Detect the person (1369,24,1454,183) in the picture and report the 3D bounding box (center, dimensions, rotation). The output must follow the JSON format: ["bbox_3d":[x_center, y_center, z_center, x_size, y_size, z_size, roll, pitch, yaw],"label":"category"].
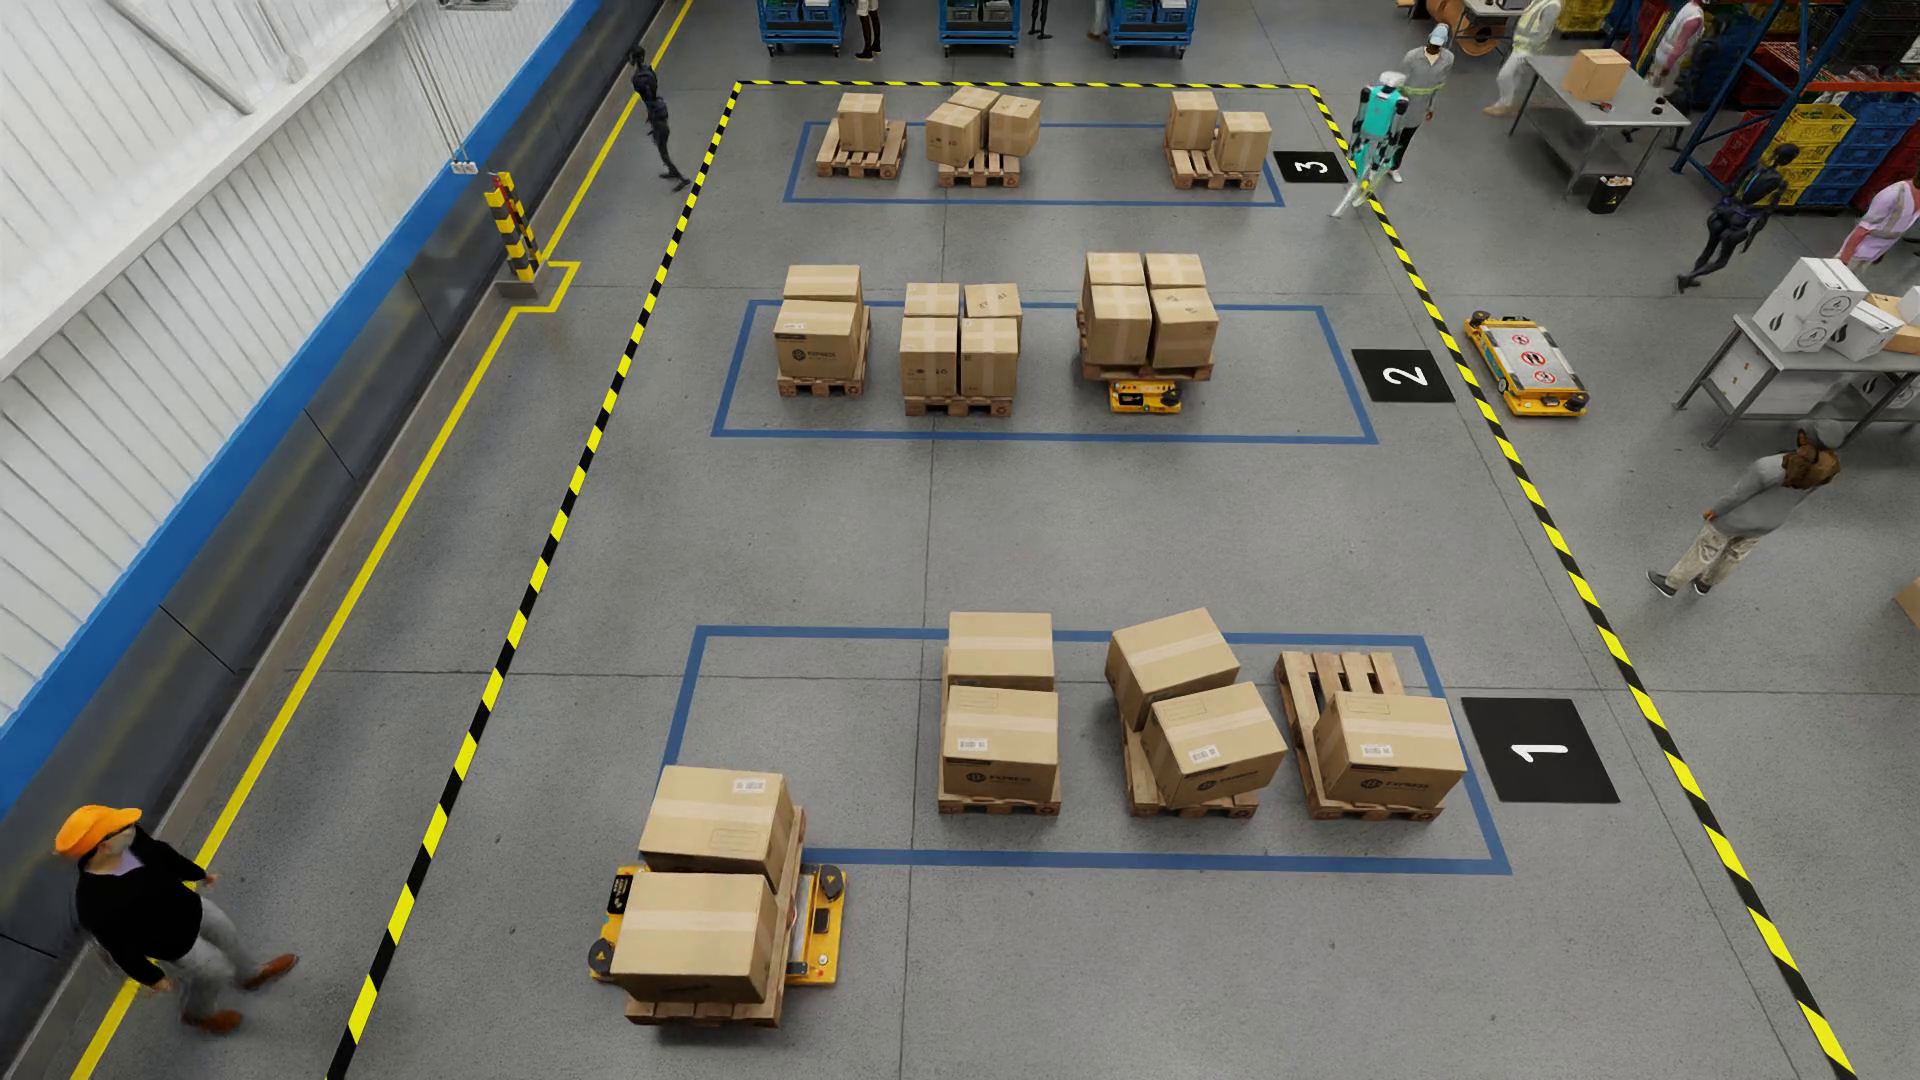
[{"bbox_3d":[5.430,-5.201,10.991,0.588,1.848,0.405,1,49,1],"label":"person"}]

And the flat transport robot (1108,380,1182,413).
[{"bbox_3d":[1.773,-1.807,9.079,0.652,0.197,1.431,1,49,1],"label":"flat transport robot"}]

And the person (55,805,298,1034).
[{"bbox_3d":[-4.130,1.995,4.768,0.655,1.840,0.640,-20,52,-16],"label":"person"}]

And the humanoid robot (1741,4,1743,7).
[{"bbox_3d":[12.994,-9.548,14.873,0.399,1.644,0.601,14,51,12],"label":"humanoid robot"}]

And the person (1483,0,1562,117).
[{"bbox_3d":[7.493,-6.555,12.175,0.467,1.829,0.654,10,50,8],"label":"person"}]

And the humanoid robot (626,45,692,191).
[{"bbox_3d":[-3.613,-5.056,10.975,0.393,1.639,0.599,-17,51,-14],"label":"humanoid robot"}]

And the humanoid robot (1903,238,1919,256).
[{"bbox_3d":[11.081,-3.892,9.960,0.315,1.657,0.599,13,50,11],"label":"humanoid robot"}]

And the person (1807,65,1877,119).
[{"bbox_3d":[11.246,-5.858,11.536,0.355,1.883,0.573,5,49,4],"label":"person"}]

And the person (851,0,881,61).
[{"bbox_3d":[-1.398,-8.111,13.433,0.368,1.965,0.605,23,53,18],"label":"person"}]

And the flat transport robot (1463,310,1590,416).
[{"bbox_3d":[5.573,-1.757,9.054,0.659,0.231,1.431,1,49,1],"label":"flat transport robot"}]

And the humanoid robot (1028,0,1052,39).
[{"bbox_3d":[1.281,-8.664,14.092,0.315,1.655,0.599,-23,53,-19],"label":"humanoid robot"}]

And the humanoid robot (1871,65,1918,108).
[{"bbox_3d":[11.607,-5.459,11.301,0.764,1.802,0.557,18,51,15],"label":"humanoid robot"}]

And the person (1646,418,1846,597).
[{"bbox_3d":[5.780,-0.186,6.702,0.563,1.769,0.398,-2,49,-1],"label":"person"}]

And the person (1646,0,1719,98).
[{"bbox_3d":[9.346,-6.339,12.002,0.430,1.810,0.584,13,50,11],"label":"person"}]

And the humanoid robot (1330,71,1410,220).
[{"bbox_3d":[4.739,-4.490,10.444,0.535,1.729,1.029,36,58,27],"label":"humanoid robot"}]

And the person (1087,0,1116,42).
[{"bbox_3d":[2.314,-8.646,13.920,0.647,1.935,0.421,-22,53,-18],"label":"person"}]

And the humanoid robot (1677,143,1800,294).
[{"bbox_3d":[7.933,-3.297,9.462,0.527,1.647,0.594,-9,50,-8],"label":"humanoid robot"}]

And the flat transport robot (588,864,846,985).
[{"bbox_3d":[-1.438,2.297,5.526,1.431,0.197,0.652,1,49,1],"label":"flat transport robot"}]

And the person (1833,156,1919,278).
[{"bbox_3d":[8.656,-2.762,8.752,0.604,2.045,0.374,-16,51,-13],"label":"person"}]

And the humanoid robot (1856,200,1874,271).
[{"bbox_3d":[10.230,-3.788,9.836,0.543,1.783,0.673,-23,53,-19],"label":"humanoid robot"}]

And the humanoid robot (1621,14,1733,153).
[{"bbox_3d":[9.238,-5.795,11.655,0.600,1.633,0.801,-35,58,-27],"label":"humanoid robot"}]
